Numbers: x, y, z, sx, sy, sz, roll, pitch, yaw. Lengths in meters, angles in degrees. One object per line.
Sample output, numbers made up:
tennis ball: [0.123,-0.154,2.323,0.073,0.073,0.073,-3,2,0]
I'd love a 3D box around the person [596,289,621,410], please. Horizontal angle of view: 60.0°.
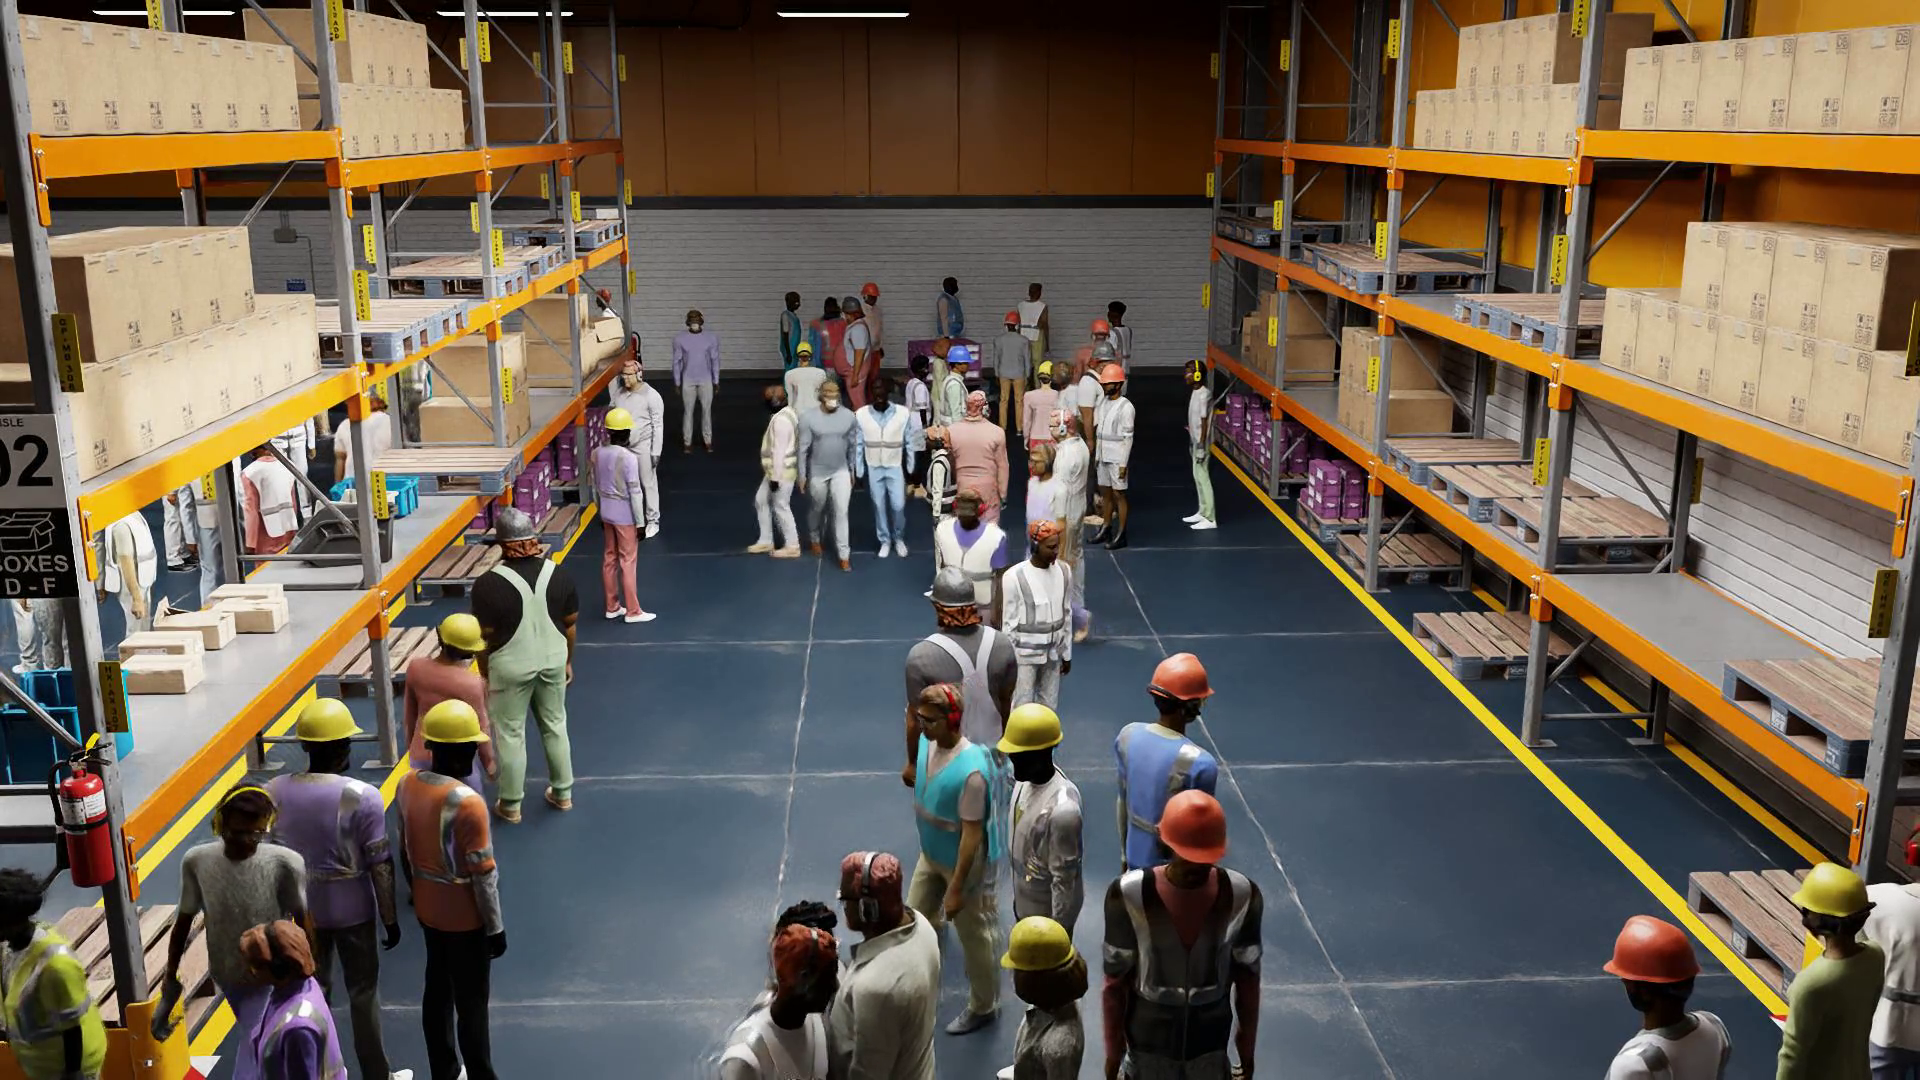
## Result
person: [-5.348,-2.877,25.323,0.337,1.882,0.585,0,14,-1]

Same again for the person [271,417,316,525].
person: [-7.325,-1.035,18.113,0.576,1.880,0.351,-8,16,-28]

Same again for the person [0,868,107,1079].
person: [-3.534,2.026,6.486,0.551,1.675,0.410,11,18,38]

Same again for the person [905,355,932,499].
person: [-0.493,-1.343,19.676,0.322,1.696,0.530,-5,15,-17]

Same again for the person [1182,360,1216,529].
person: [2.623,-1.051,18.234,0.372,1.856,0.528,-1,14,-6]

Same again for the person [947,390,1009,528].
person: [0.168,-0.471,15.835,0.636,1.911,0.405,4,15,16]

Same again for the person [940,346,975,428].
person: [-0.029,-1.207,18.641,0.389,1.946,0.614,-1,14,-4]

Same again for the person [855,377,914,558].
person: [-0.774,-0.734,16.907,0.609,1.884,0.488,0,14,0]

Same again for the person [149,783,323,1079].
person: [-2.985,1.850,6.949,0.555,1.795,1.021,2,14,8]

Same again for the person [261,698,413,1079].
person: [-2.812,1.641,7.506,0.594,1.922,0.376,2,14,8]

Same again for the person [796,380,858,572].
person: [-1.343,-0.690,16.739,0.652,1.896,1.017,-5,15,-18]

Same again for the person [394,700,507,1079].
person: [-2.261,1.647,7.494,0.585,1.921,0.383,10,18,36]

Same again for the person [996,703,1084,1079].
person: [0.354,1.646,7.504,0.398,1.920,0.586,-4,15,-16]

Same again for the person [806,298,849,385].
person: [-1.941,-2.554,24.047,0.633,1.885,0.699,4,15,17]

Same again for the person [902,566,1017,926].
person: [-0.056,1.128,9.292,0.689,2.000,0.538,-9,17,-32]

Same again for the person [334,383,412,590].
person: [-5.584,-0.574,15.971,0.739,2.000,1.087,0,14,2]

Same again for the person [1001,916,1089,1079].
person: [0.296,2.141,5.925,0.311,1.735,0.484,0,14,2]

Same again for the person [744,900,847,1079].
person: [-0.577,2.107,6.152,0.320,1.692,0.534,9,17,32]

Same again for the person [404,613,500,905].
person: [-2.928,1.243,9.454,0.562,1.734,0.376,4,15,15]

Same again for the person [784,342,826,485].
person: [-1.883,-1.548,20.384,0.516,1.752,0.373,-1,14,-2]

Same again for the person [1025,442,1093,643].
person: [0.762,0.068,13.891,0.726,1.823,0.523,-10,17,-34]

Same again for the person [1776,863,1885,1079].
person: [3.215,2.047,6.252,0.528,1.761,0.339,-9,17,-30]

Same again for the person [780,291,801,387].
person: [-2.558,-2.857,25.331,0.338,1.843,0.509,2,14,8]

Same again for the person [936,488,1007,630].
person: [0.080,0.476,12.353,0.573,1.783,0.985,6,15,22]

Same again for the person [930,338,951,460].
person: [-0.249,-1.820,21.674,0.280,1.633,0.498,-1,14,-4]

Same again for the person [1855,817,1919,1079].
person: [3.712,1.950,6.468,0.560,1.838,0.394,7,16,27]

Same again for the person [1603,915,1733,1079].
person: [2.242,2.151,5.502,0.543,1.928,0.371,-11,18,-37]

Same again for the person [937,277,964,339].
person: [-0.152,-3.433,27.589,0.429,1.846,0.625,4,15,14]

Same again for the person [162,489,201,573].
person: [-7.754,-0.582,16.449,0.404,1.824,0.586,-4,15,-15]

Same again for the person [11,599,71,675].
person: [-7.504,0.155,13.387,0.394,1.911,0.582,12,18,38]

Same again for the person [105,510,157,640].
person: [-6.276,0.378,12.631,0.374,1.840,0.571,-6,15,-21]

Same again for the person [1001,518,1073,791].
person: [0.521,0.769,11.028,0.584,1.878,0.362,-11,18,-37]

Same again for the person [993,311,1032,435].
person: [0.746,-2.357,23.538,0.563,1.755,0.321,5,15,18]

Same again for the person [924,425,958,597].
person: [-0.167,-0.274,15.614,0.313,1.634,0.514,3,15,10]

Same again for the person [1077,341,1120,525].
person: [1.570,-1.195,18.410,0.535,2.000,0.681,6,16,24]

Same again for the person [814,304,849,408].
person: [-1.822,-2.577,24.324,0.636,1.792,0.947,-4,15,-17]

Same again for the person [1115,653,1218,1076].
person: [0.986,1.514,7.798,0.415,2.035,0.609,-11,18,-36]

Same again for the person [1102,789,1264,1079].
person: [0.844,1.892,6.314,0.610,2.036,0.410,-1,14,-3]

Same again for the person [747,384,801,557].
person: [-1.856,-0.695,16.938,0.515,1.805,0.630,-1,14,-6]

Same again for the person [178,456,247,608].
person: [-6.438,-0.098,14.382,0.391,1.905,0.599,9,17,33]

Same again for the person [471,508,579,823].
person: [-2.798,0.778,10.667,0.684,2.000,0.539,-11,18,-37]

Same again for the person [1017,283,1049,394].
person: [1.160,-3.181,26.595,0.572,1.843,0.373,10,17,34]

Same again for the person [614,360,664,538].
person: [-3.473,-0.974,17.809,0.638,1.910,0.407,8,16,28]

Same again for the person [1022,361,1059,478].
person: [0.968,-1.130,18.705,0.533,1.768,0.310,2,14,9]

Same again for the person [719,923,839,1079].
person: [-0.583,2.168,5.609,0.603,1.849,0.639,8,17,30]

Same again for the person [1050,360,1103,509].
person: [1.256,-1.094,18.459,0.555,1.821,0.552,-4,15,-15]

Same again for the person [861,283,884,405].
person: [-1.369,-2.924,25.326,0.418,1.983,0.612,11,18,36]

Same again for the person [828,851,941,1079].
person: [-0.287,2.026,6.063,0.399,1.897,0.652,3,15,11]

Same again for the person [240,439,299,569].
person: [-5.854,-0.049,14.186,0.398,1.909,0.599,4,15,15]

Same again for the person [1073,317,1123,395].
person: [1.735,-1.804,20.925,0.627,1.980,0.703,0,14,-1]

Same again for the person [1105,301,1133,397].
person: [2.150,-2.317,22.962,0.367,1.966,0.607,8,16,28]

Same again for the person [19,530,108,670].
person: [-6.804,0.342,12.612,0.635,1.932,0.364,-7,16,-27]

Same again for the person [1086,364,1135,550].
person: [1.578,-0.867,17.329,0.354,1.939,0.544,-9,17,-31]

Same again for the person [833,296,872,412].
person: [-1.485,-2.339,22.900,0.535,2.000,0.685,0,14,-1]

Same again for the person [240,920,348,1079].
person: [-2.406,2.146,6.110,0.321,1.631,0.527,-7,16,-24]

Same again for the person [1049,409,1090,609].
person: [0.930,-0.235,14.933,0.401,1.901,0.648,6,15,21]

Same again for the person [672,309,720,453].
person: [-3.523,-2.125,22.263,0.635,1.937,0.352,-3,15,-13]

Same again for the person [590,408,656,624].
person: [-3.009,-0.214,14.782,0.584,1.928,0.371,11,18,37]
